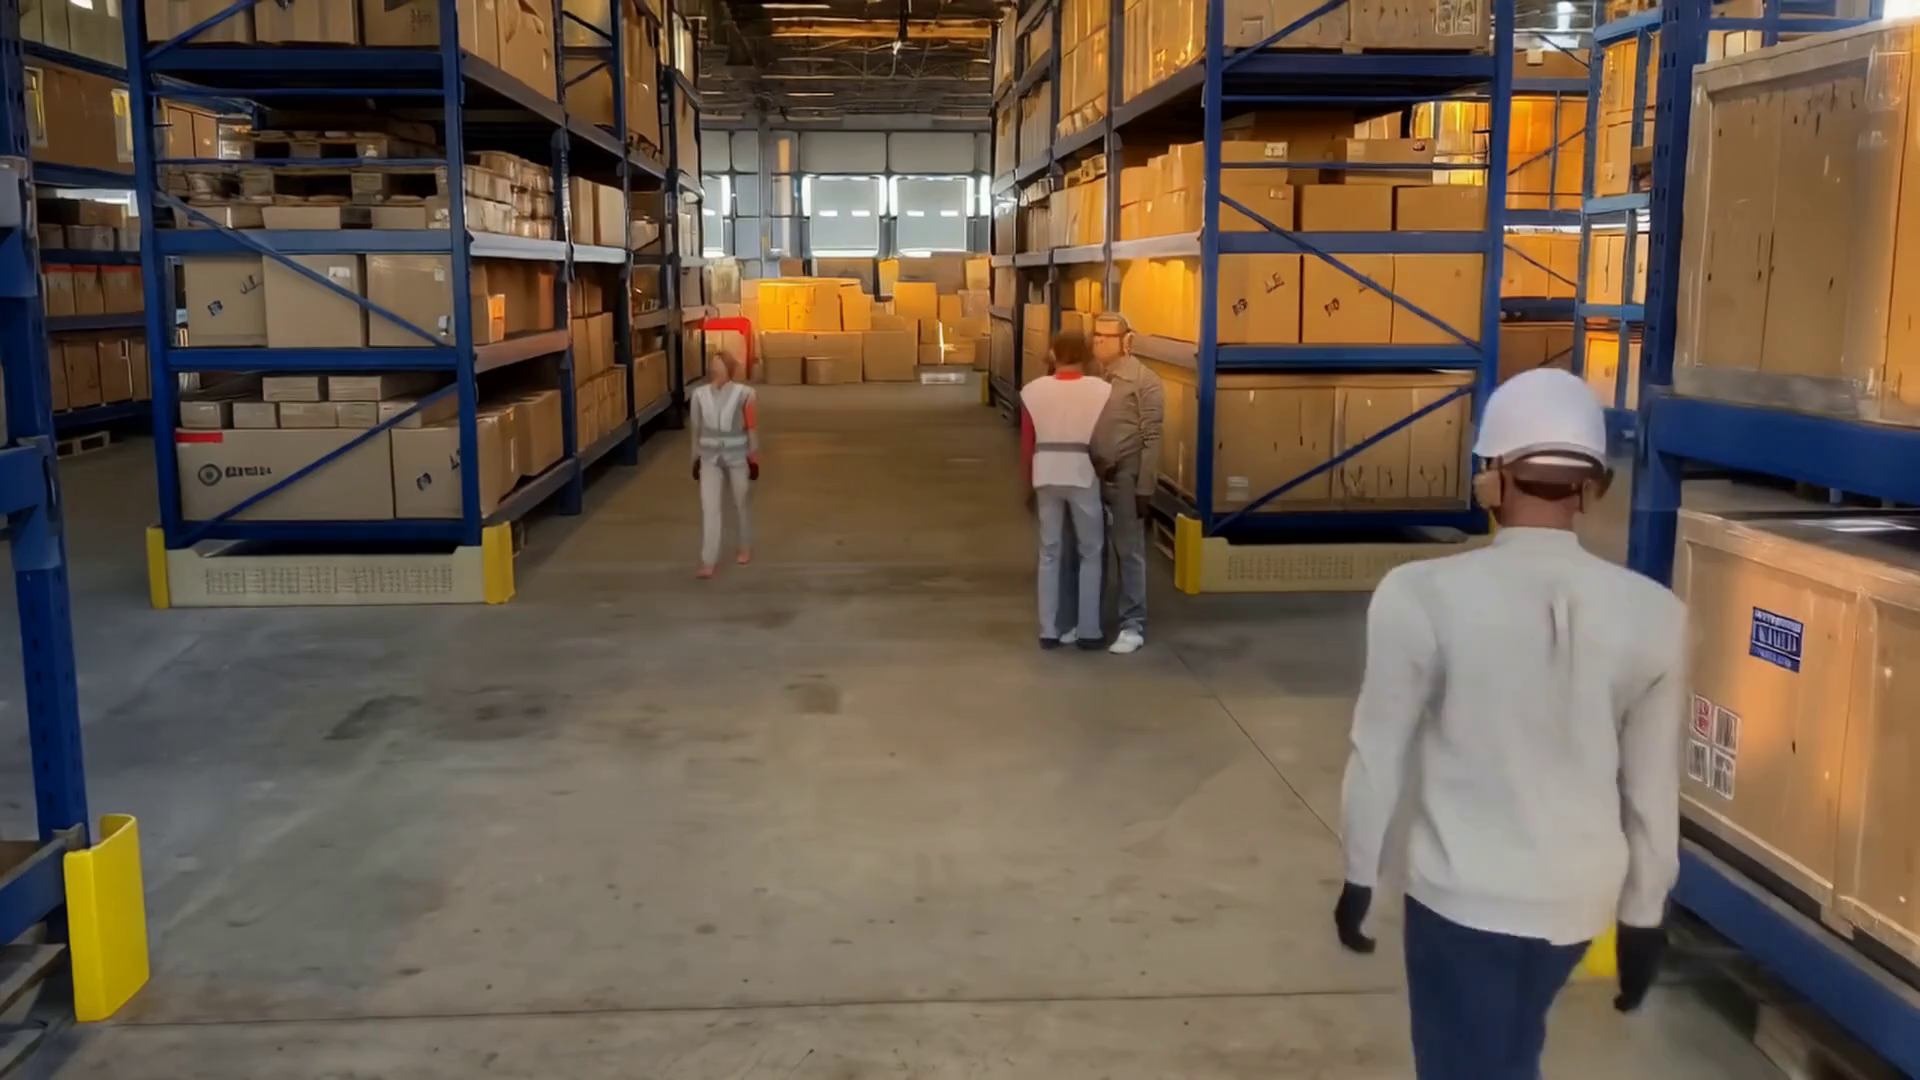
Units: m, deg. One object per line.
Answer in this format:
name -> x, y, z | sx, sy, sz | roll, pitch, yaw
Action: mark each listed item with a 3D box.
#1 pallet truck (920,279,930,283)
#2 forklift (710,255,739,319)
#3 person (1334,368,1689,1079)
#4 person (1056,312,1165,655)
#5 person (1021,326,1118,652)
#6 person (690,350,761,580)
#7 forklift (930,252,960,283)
pallet truck -> -0.932, -8.922, 63.114 | 1.885, 1.965, 0.823 | 2, 9, 13
forklift -> -8.368, -8.713, 59.038 | 1.129, 2.768, 1.873 | -1, 9, -4
person -> 1.051, 0.659, 3.115 | 0.603, 1.957, 0.956 | -1, 9, -6
person -> 0.831, -0.321, 9.384 | 0.641, 1.913, 0.407 | 9, 12, 43
person -> 0.622, -0.274, 9.359 | 0.585, 1.842, 0.417 | 3, 10, 18
person -> -1.667, -0.560, 11.872 | 0.529, 1.595, 0.847 | 1, 9, 7
forklift -> -0.462, -7.660, 52.429 | 1.129, 2.768, 1.873 | -6, 11, -32
